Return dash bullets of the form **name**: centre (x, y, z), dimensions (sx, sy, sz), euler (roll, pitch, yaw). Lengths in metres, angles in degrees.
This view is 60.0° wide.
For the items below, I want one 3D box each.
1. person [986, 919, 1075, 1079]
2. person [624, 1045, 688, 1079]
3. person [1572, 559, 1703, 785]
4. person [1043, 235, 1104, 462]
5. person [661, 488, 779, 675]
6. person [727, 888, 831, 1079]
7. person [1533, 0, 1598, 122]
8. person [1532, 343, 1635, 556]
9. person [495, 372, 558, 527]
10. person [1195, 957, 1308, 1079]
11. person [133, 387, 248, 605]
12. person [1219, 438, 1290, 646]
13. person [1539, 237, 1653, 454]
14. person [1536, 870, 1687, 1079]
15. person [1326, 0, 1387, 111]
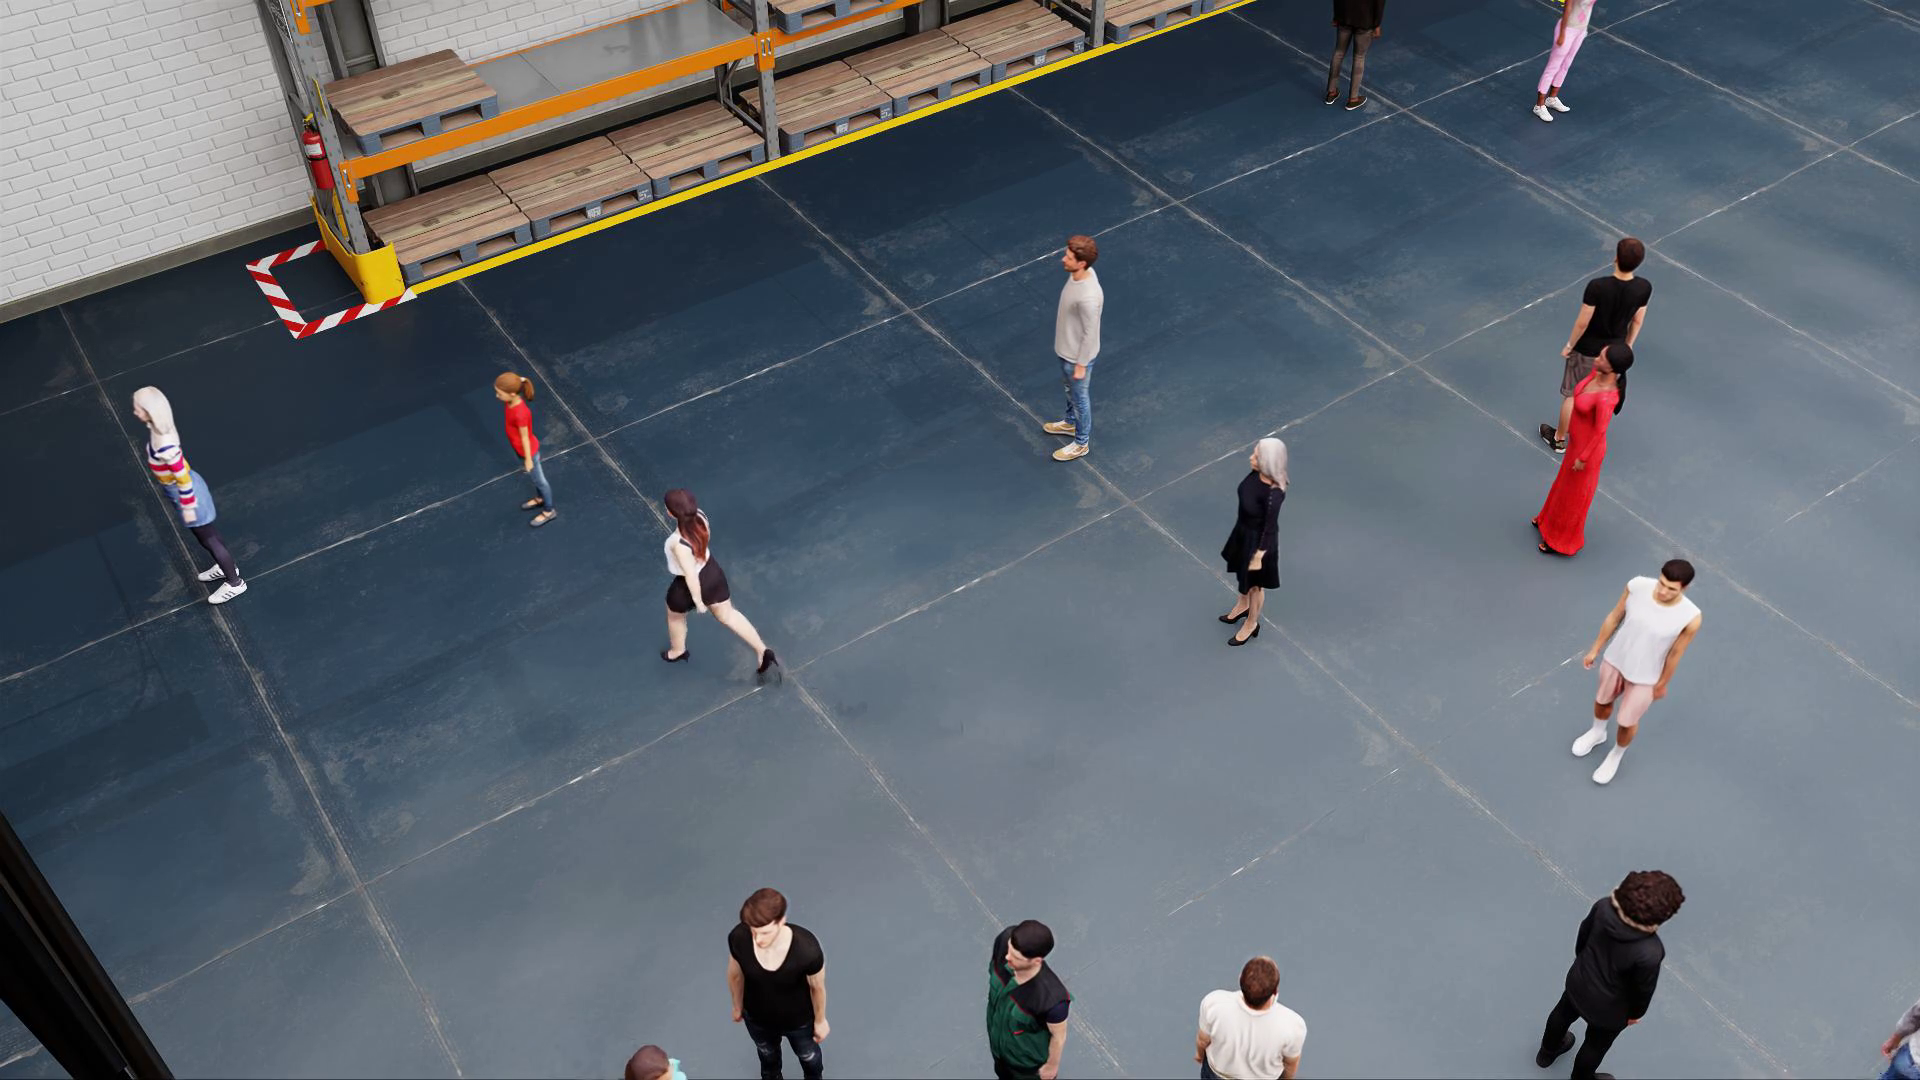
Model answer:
- **person**: centre (0.322, 2.466, 8.275), dimensions (0.547, 1.901, 0.673), euler (-25, 49, -24)
- **person**: centre (-1.481, 2.881, 8.093), dimensions (0.817, 1.552, 0.788), euler (15, 46, 15)
- **person**: centre (4.152, 0.724, 10.190), dimensions (0.616, 1.781, 0.651), euler (-28, 50, -26)
- **person**: centre (0.871, -1.438, 12.371), dimensions (0.728, 1.904, 0.752), euler (-7, 44, -7)
- **person**: centre (-1.608, 0.306, 10.751), dimensions (1.043, 1.614, 1.062), euler (12, 45, 12)
- **person**: centre (-0.905, 2.347, 8.402), dimensions (0.751, 1.897, 0.805), euler (8, 44, 8)
- **person**: centre (5.942, -4.961, 16.188), dimensions (0.464, 1.740, 0.647), euler (-29, 51, -27)
- **person**: centre (4.372, -0.644, 11.624), dimensions (0.777, 1.784, 0.726), euler (4, 44, 4)
- **person**: centre (-3.125, -0.678, 12.005), dimensions (0.495, 1.308, 0.494), euler (-21, 47, -21)
- **person**: centre (1.374, 2.620, 8.145), dimensions (0.754, 1.856, 0.776), euler (14, 45, 14)
- **person**: centre (-5.225, -0.319, 11.265), dimensions (0.553, 1.808, 0.671), euler (-21, 48, -21)
- **person**: centre (1.935, 0.009, 10.966), dimensions (0.713, 1.746, 0.697), euler (-5, 44, -5)
- **person**: centre (4.762, -1.439, 12.403), dimensions (0.709, 1.861, 0.833), euler (-2, 44, -3)
- **person**: centre (3.320, 2.283, 8.556), dimensions (0.623, 1.778, 0.661), euler (-18, 47, -18)
- **person**: centre (3.883, -5.104, 16.295), dimensions (0.731, 1.800, 0.671), euler (26, 50, 25)
